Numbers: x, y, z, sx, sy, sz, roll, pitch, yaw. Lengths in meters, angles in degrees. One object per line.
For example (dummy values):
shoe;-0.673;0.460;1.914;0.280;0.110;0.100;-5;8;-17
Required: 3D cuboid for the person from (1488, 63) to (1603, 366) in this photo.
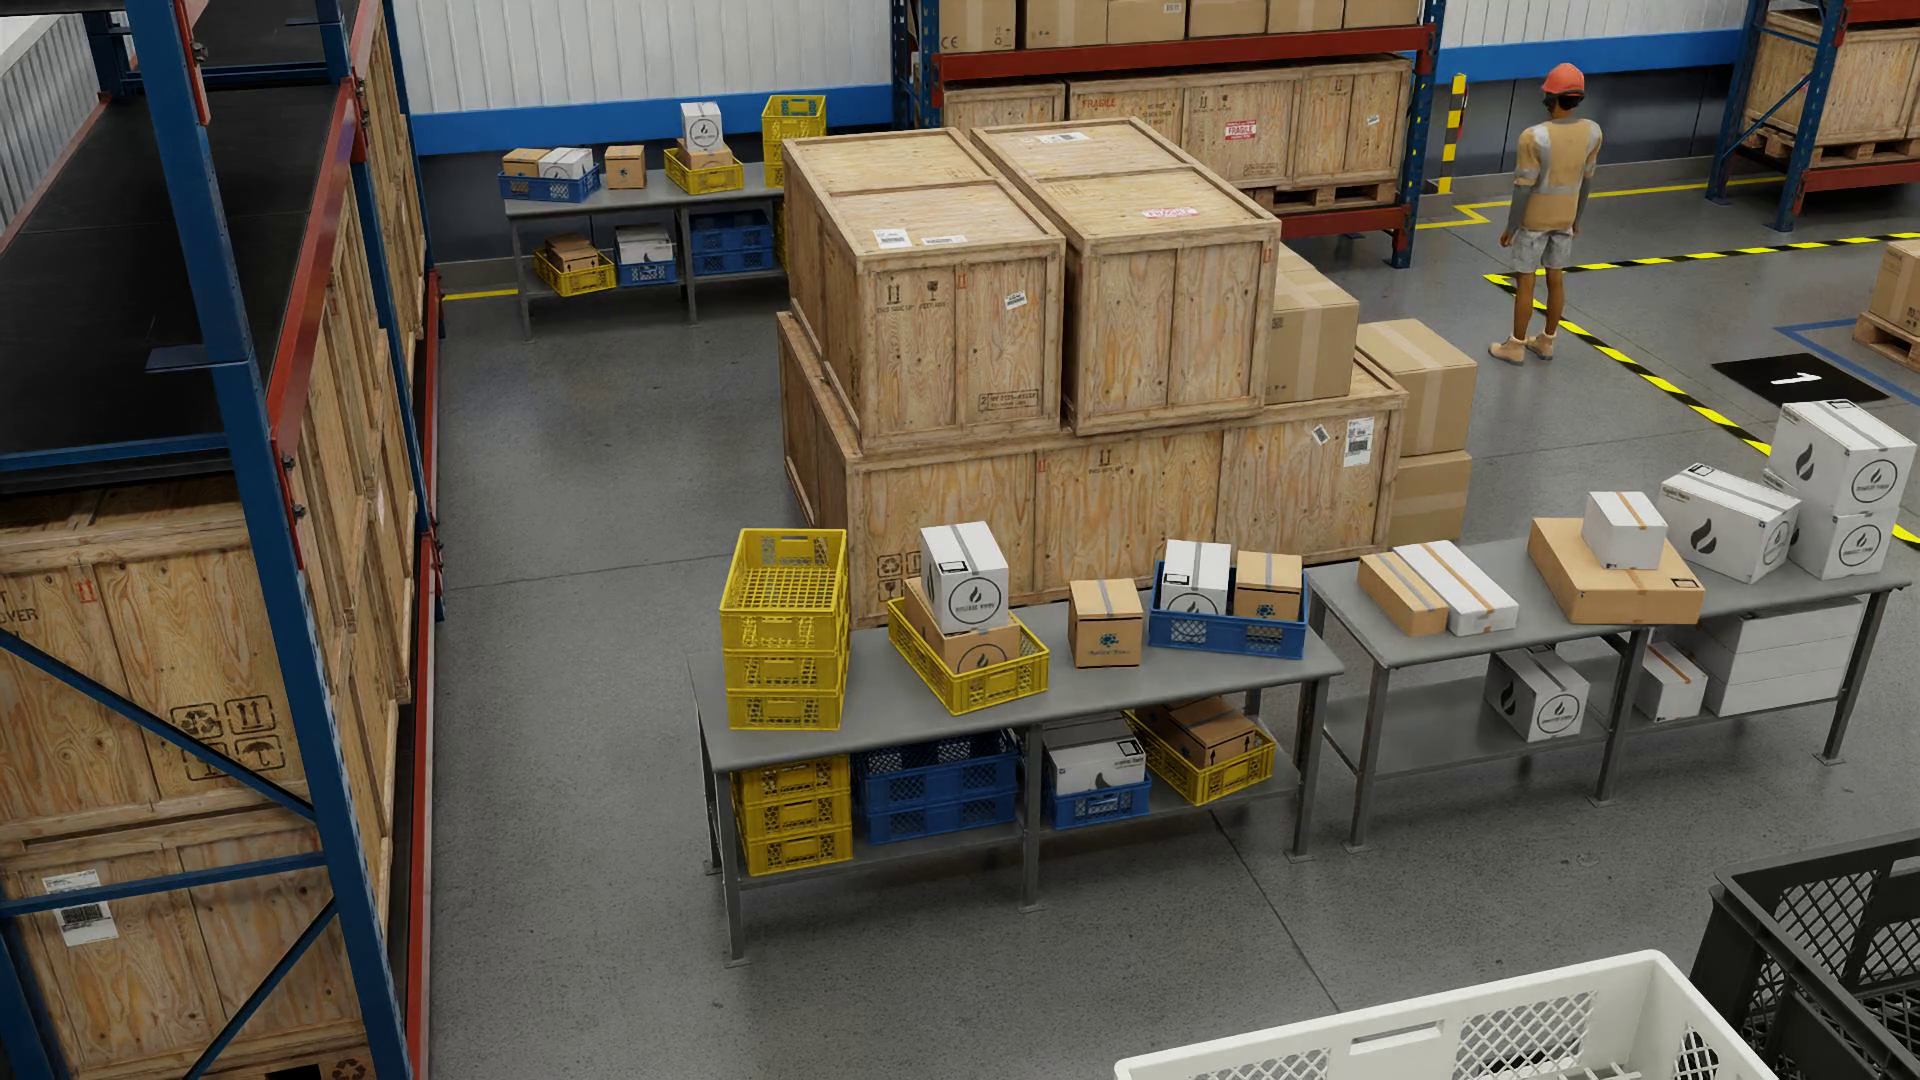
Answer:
person;3.935;-2.176;11.230;0.606;2.044;0.388;-8;30;-15
